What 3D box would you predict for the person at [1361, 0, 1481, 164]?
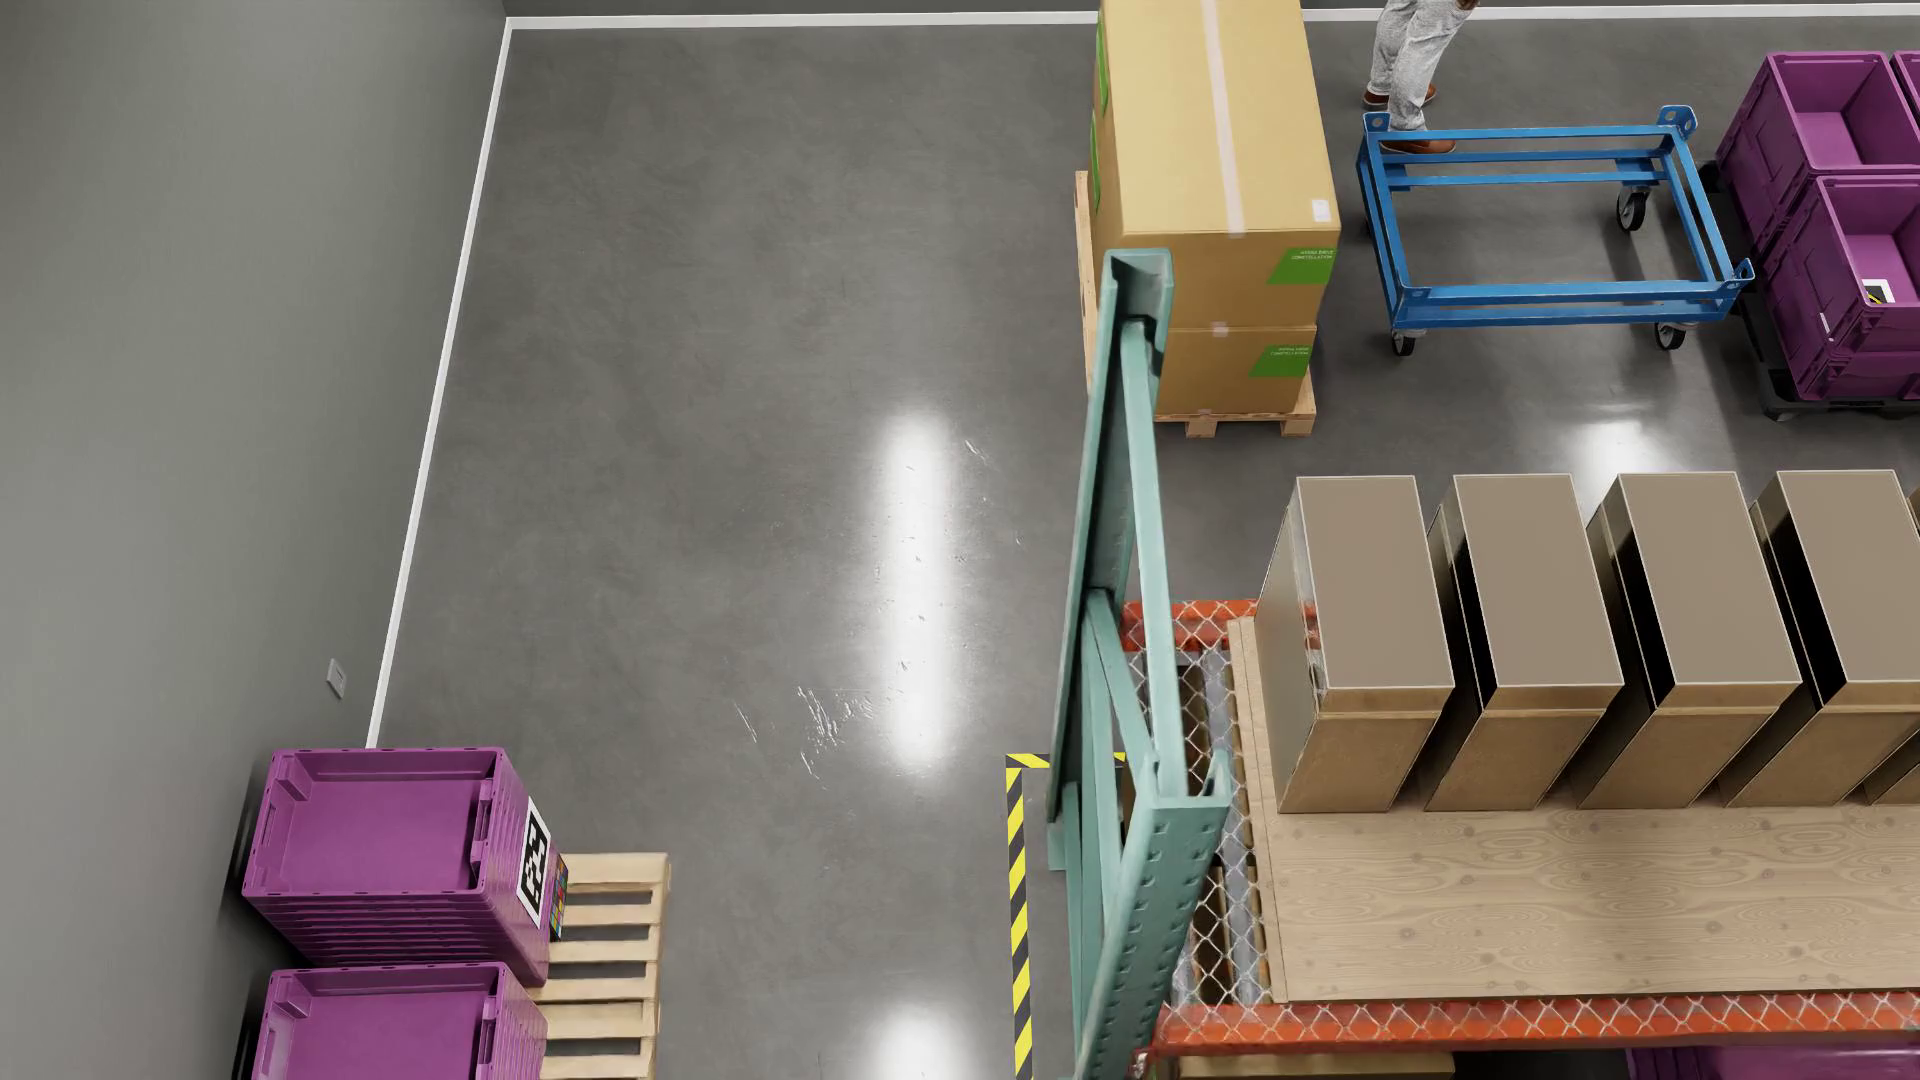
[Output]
[{"bbox_3d":[1.819,-2.240,6.076,0.372,1.940,0.630,-3,58,-2],"label":"person"}]
